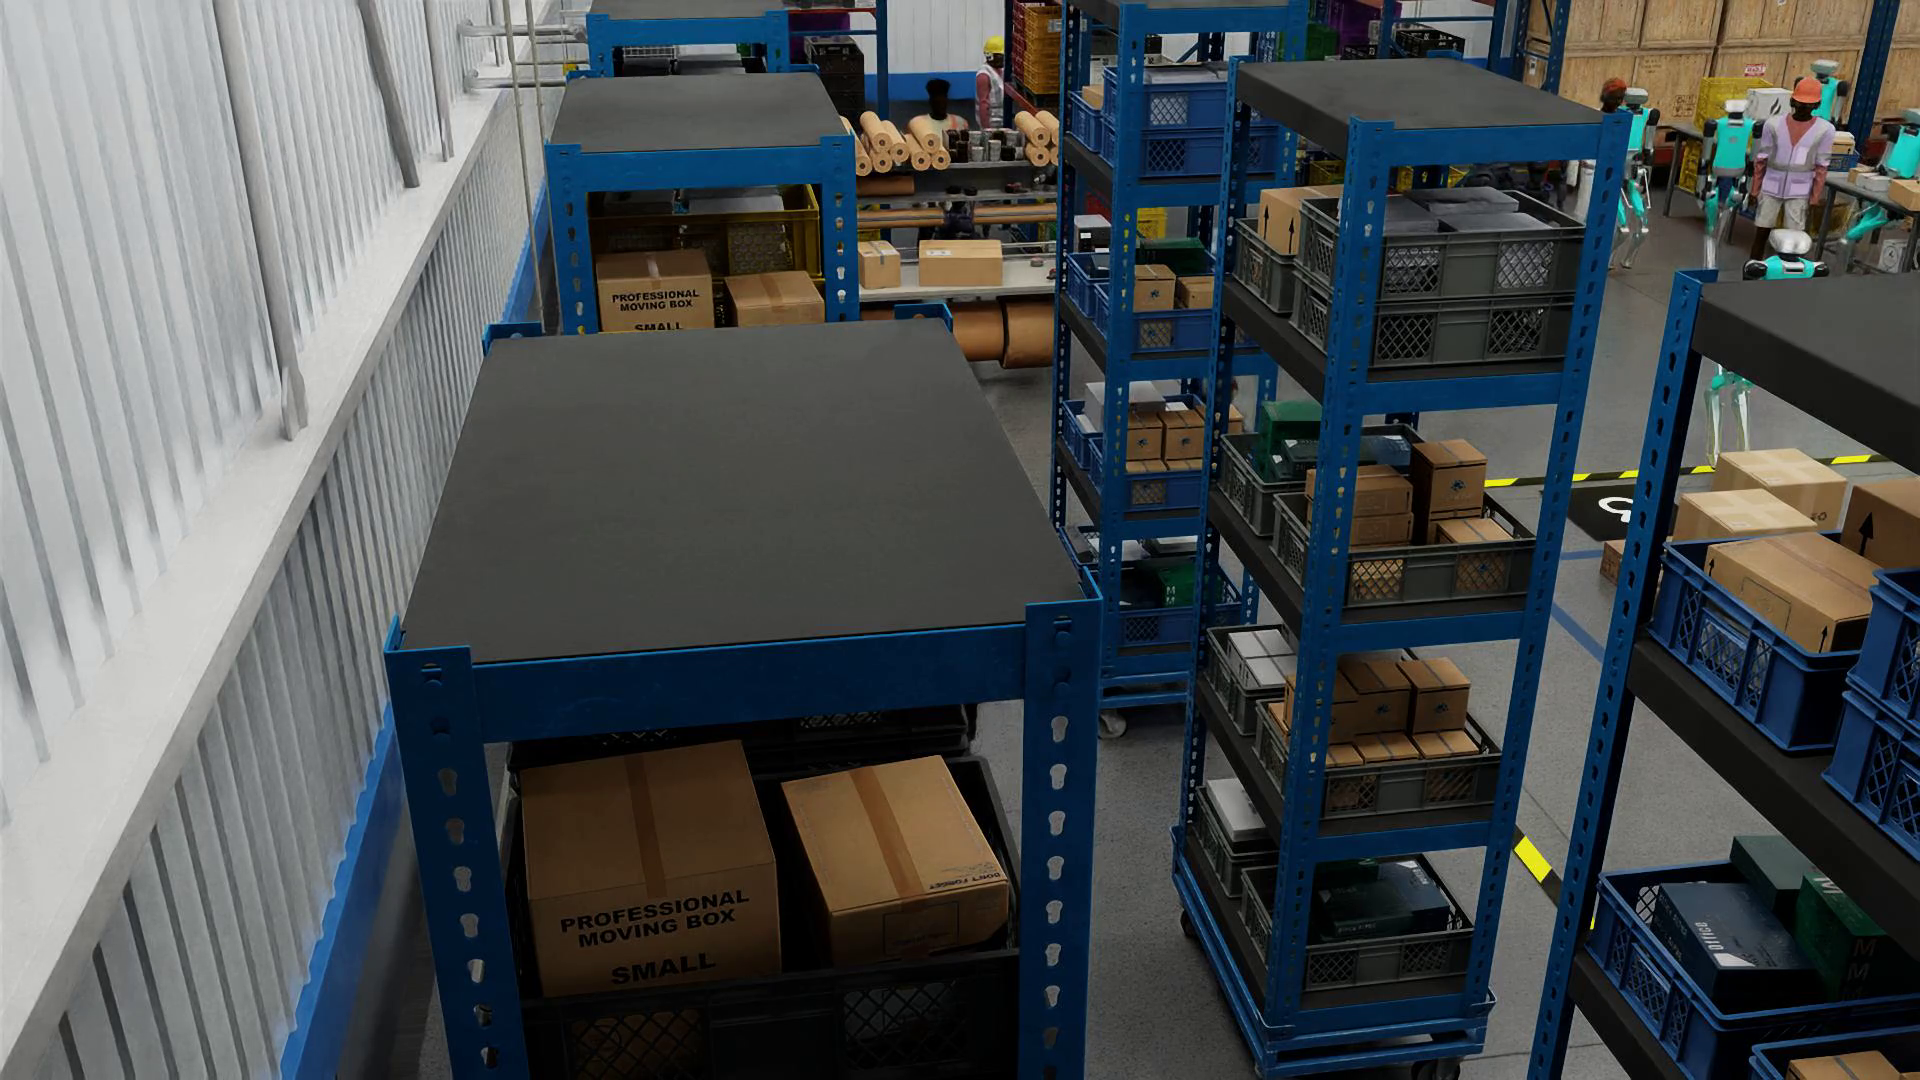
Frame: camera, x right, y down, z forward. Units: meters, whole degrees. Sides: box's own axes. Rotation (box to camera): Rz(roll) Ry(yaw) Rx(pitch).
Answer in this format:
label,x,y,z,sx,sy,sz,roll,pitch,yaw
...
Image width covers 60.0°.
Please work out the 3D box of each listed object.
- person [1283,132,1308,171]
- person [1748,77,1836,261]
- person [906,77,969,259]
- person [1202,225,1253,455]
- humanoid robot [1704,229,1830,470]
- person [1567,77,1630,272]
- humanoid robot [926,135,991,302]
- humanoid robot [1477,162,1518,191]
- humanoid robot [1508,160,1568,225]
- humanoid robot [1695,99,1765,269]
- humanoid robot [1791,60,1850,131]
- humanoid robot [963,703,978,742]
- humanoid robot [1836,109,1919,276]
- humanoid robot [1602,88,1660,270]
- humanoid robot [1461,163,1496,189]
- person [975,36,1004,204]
label,x,y,z,sx,sy,sz,roll,pitch,yaw
person,3.216,-3.718,16.499,0.429,1.843,0.624,5,25,12
person,7.471,-3.151,15.042,0.605,2.036,0.405,15,29,30
person,-0.206,-3.291,15.424,0.610,1.963,0.361,-6,25,-14
person,1.722,-1.198,11.036,0.532,1.854,0.598,-4,25,-9
humanoid robot,5.350,-1.310,11.234,0.533,1.672,0.735,1,25,2
person,6.139,-3.481,15.949,0.642,1.877,0.359,-5,25,-11
humanoid robot,-0.018,-2.686,14.448,0.612,1.654,0.337,6,25,13
humanoid robot,4.664,-2.746,14.581,0.328,1.651,0.609,-11,27,-22
humanoid robot,5.282,-3.081,15.301,0.604,1.648,0.365,3,25,7
humanoid robot,7.318,-3.377,15.961,0.541,1.783,1.022,9,26,19
humanoid robot,8.787,-4.056,17.383,0.755,1.799,0.548,-22,33,-40
humanoid robot,0.012,0.541,7.518,0.590,1.644,0.788,-8,26,-16
humanoid robot,8.290,-3.035,15.142,0.995,1.705,0.551,-7,26,-14
humanoid robot,6.334,-3.369,15.703,0.533,1.677,0.735,0,25,-1
humanoid robot,4.474,-2.648,14.380,0.382,1.643,0.587,0,25,-1
person,0.377,-4.720,18.686,0.404,1.832,0.591,8,26,18
